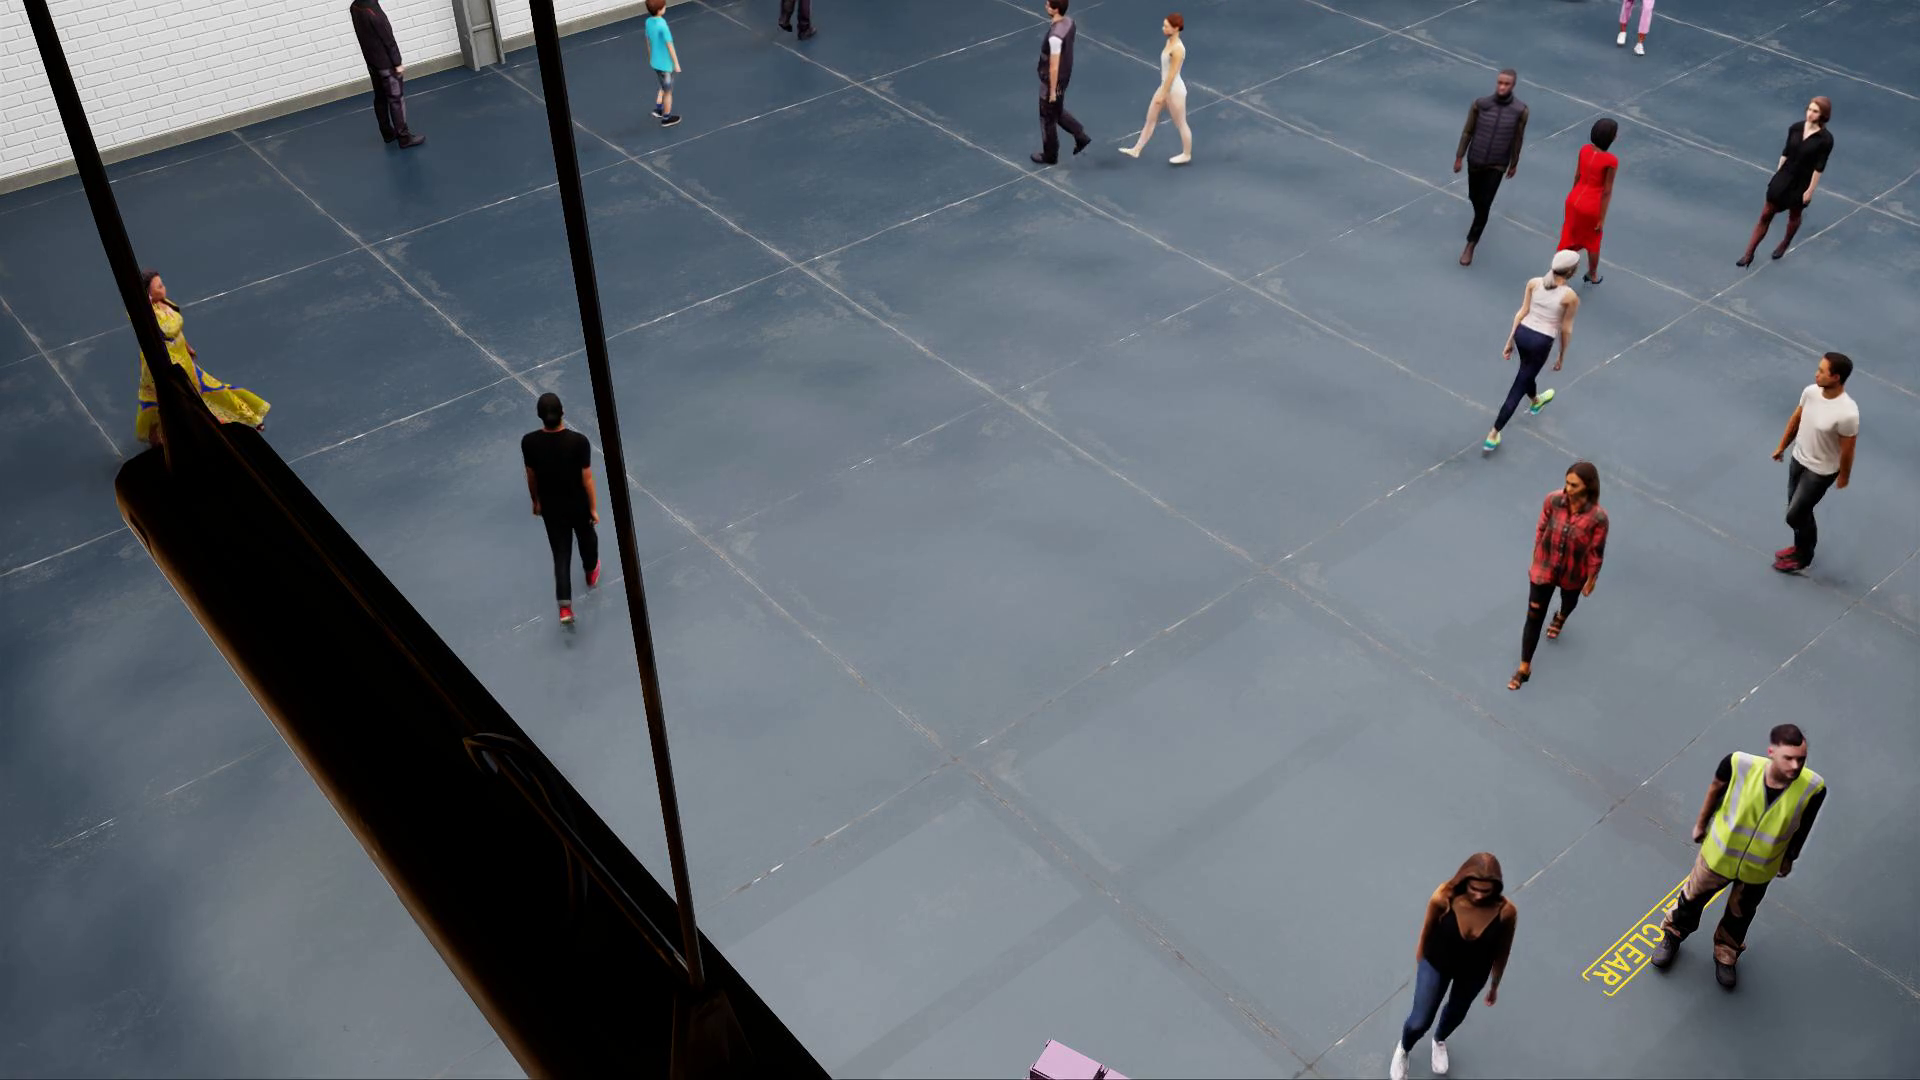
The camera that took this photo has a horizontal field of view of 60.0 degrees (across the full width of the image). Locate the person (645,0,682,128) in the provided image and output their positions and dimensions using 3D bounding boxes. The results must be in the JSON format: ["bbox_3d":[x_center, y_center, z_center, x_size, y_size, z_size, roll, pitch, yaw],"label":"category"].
[{"bbox_3d":[-3.252,-5.130,17.868,0.543,1.439,0.518,-28,46,-30],"label":"person"}]

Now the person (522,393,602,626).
[{"bbox_3d":[-2.719,-0.191,11.447,1.132,1.734,1.126,-2,39,-3],"label":"person"}]

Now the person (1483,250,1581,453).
[{"bbox_3d":[4.454,-1.457,13.108,1.206,1.640,0.614,-31,48,-33],"label":"person"}]

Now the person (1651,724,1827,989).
[{"bbox_3d":[4.247,1.682,9.012,0.825,1.846,0.859,16,41,19],"label":"person"}]

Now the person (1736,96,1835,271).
[{"bbox_3d":[7.781,-3.310,15.405,1.031,1.668,0.611,-26,46,-29],"label":"person"}]

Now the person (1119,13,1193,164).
[{"bbox_3d":[2.261,-4.597,17.062,1.054,1.611,0.835,-7,39,-9],"label":"person"}]

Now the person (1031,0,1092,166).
[{"bbox_3d":[1.073,-4.695,17.004,0.954,1.837,0.931,12,40,14],"label":"person"}]

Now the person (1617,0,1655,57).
[{"bbox_3d":[8.010,-6.652,19.551,0.936,1.716,1.049,9,39,11],"label":"person"}]

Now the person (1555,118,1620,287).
[{"bbox_3d":[5.527,-2.913,14.865,0.913,1.721,0.627,-25,45,-28],"label":"person"}]

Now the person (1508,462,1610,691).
[{"bbox_3d":[4.050,0.157,11.076,0.823,1.654,1.207,24,44,27],"label":"person"}]

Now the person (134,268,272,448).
[{"bbox_3d":[-6.268,-1.340,12.987,1.421,1.608,1.076,-10,40,-12],"label":"person"}]

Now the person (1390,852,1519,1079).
[{"bbox_3d":[2.566,2.117,8.578,0.703,1.707,0.757,5,39,7],"label":"person"}]

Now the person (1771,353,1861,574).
[{"bbox_3d":[6.170,-0.529,11.841,0.844,1.770,0.798,-14,41,-17],"label":"person"}]

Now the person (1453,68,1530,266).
[{"bbox_3d":[4.972,-3.559,15.612,1.027,1.799,1.291,18,42,21],"label":"person"}]

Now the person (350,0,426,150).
[{"bbox_3d":[-6.061,-5.023,17.414,0.760,1.839,0.650,26,45,29],"label":"person"}]

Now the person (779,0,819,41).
[{"bbox_3d":[-1.983,-6.832,19.633,0.795,1.896,0.845,22,44,26],"label":"person"}]
